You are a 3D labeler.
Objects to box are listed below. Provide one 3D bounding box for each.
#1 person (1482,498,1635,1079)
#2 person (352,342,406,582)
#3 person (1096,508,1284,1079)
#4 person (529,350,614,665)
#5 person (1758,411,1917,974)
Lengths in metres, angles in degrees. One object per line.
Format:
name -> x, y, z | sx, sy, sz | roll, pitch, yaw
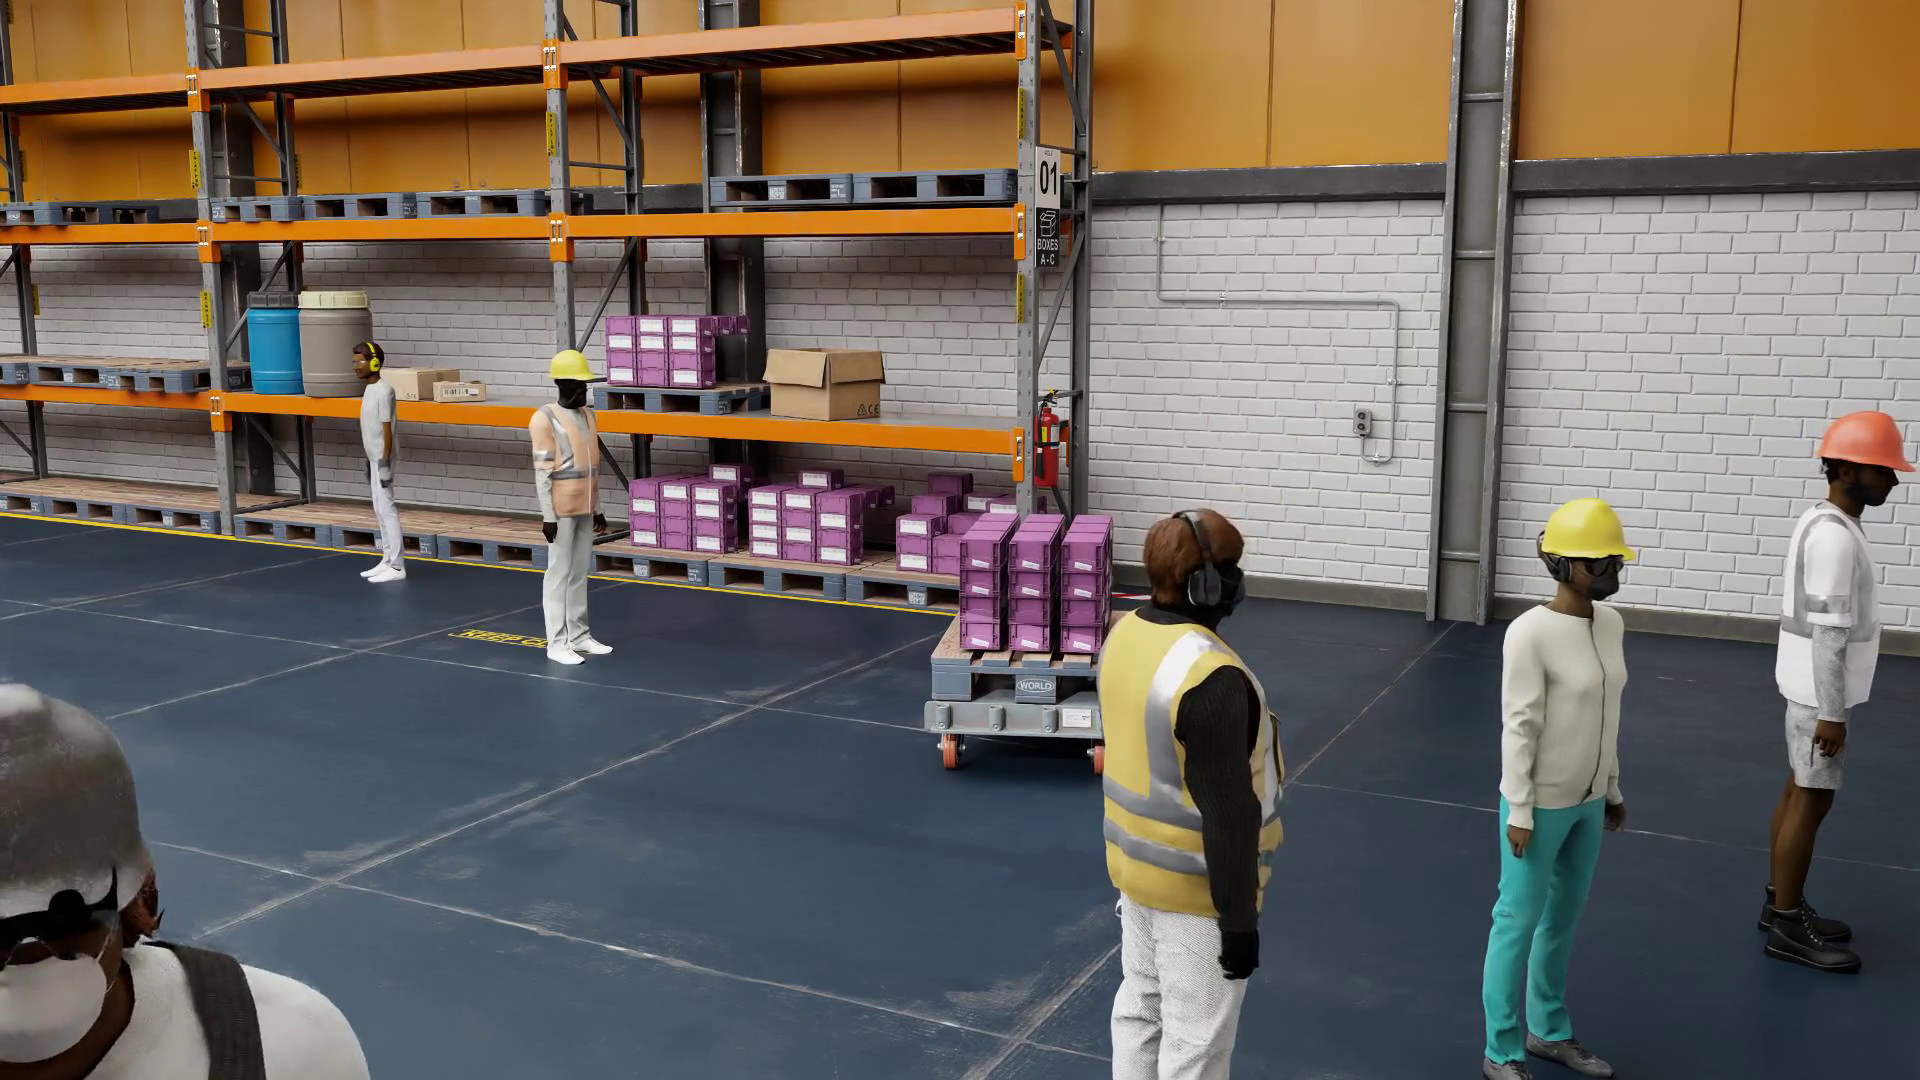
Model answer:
person -> 1.763, 0.753, 4.846 | 0.523, 1.769, 0.317 | -7, 11, -36
person -> -4.526, -0.605, 12.943 | 0.327, 1.861, 0.513 | -6, 11, -32
person -> 0.571, 0.837, 4.093 | 0.429, 1.846, 0.626 | -3, 10, -19
person -> -2.391, -0.207, 10.274 | 0.366, 1.927, 0.585 | 4, 10, 21
person -> 3.045, 0.516, 5.793 | 0.371, 1.933, 0.551 | 4, 10, 24
